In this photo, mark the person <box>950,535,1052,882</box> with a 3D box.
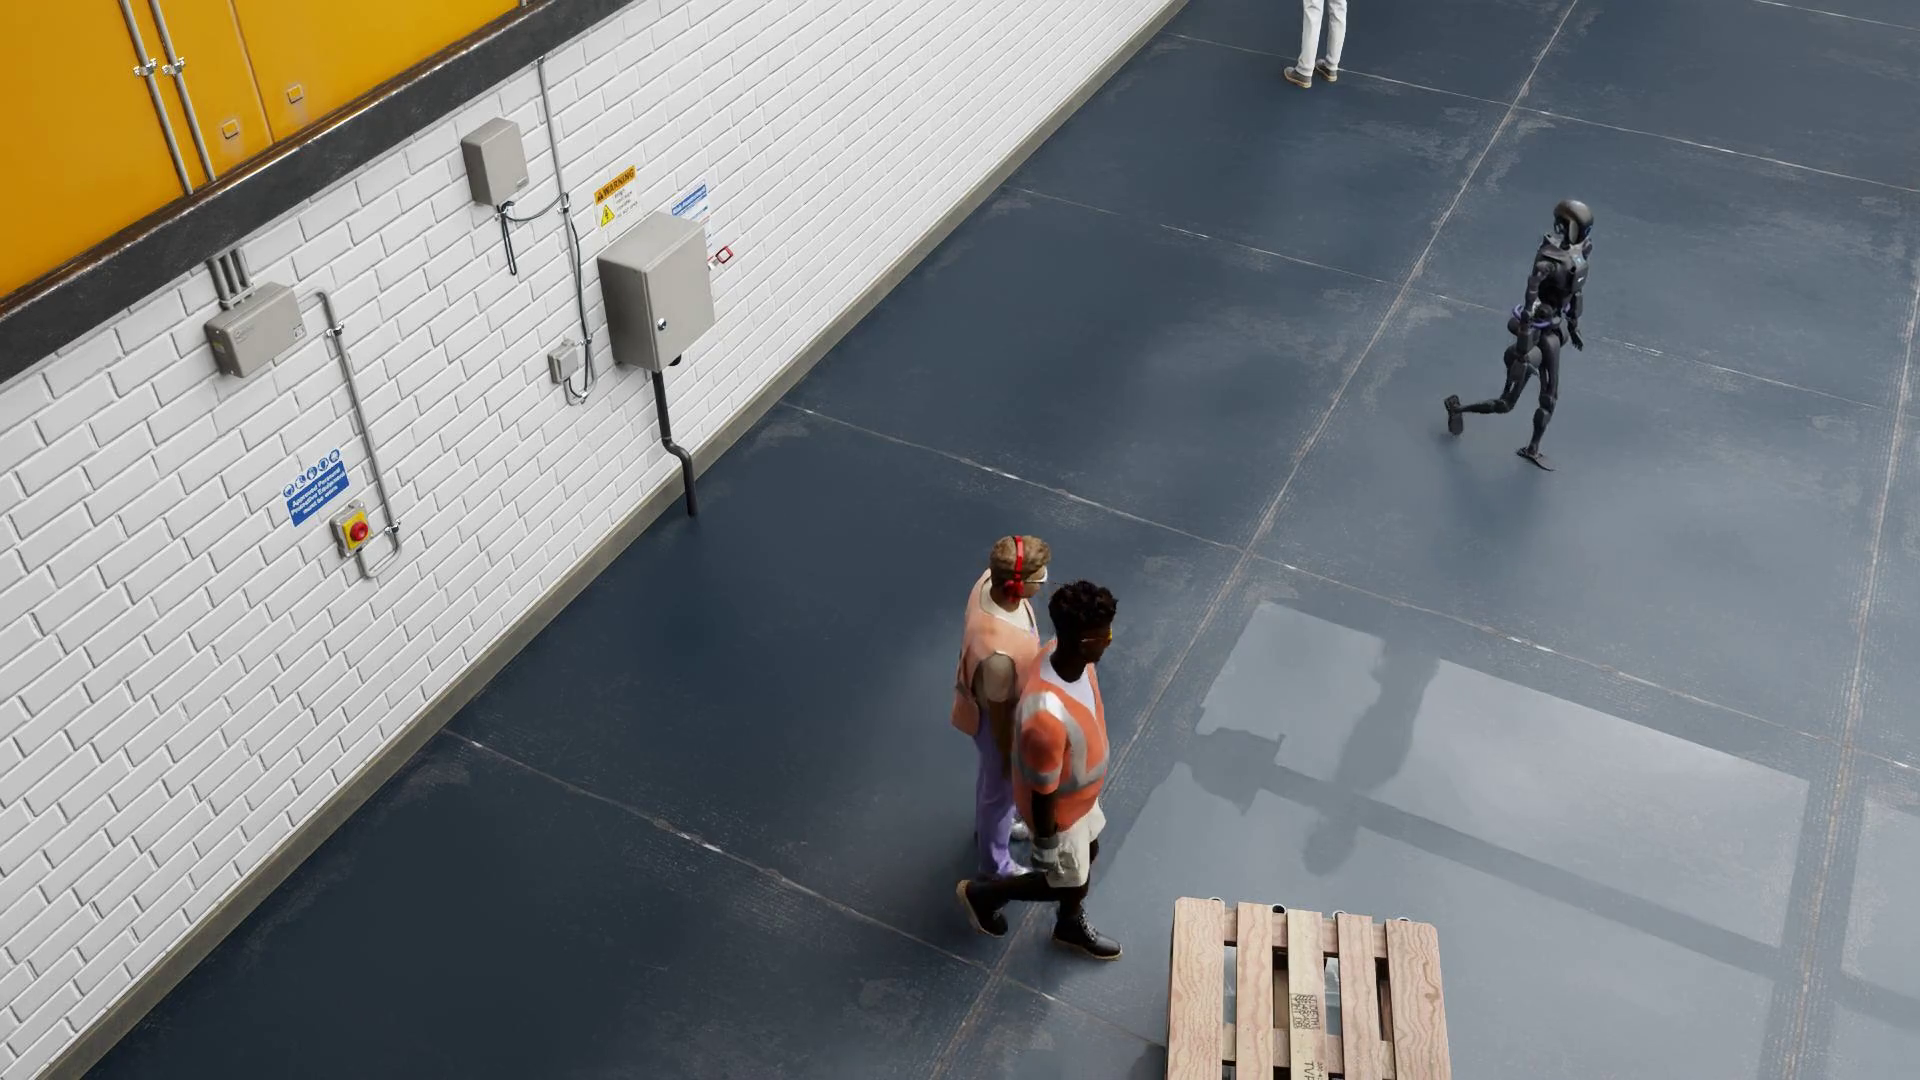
[{"bbox_3d":[0.173,0.708,6.823,0.418,1.832,0.561,2,41,2],"label":"person"}]

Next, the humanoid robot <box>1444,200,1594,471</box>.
[{"bbox_3d":[3.140,-1.159,9.127,0.584,1.634,0.685,-31,50,-31],"label":"humanoid robot"}]

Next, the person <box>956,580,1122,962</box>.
[{"bbox_3d":[0.351,0.961,6.454,0.618,1.934,0.654,12,42,13],"label":"person"}]

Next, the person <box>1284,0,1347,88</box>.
[{"bbox_3d":[2.798,-4.395,12.697,0.574,1.886,0.362,-14,43,-16],"label":"person"}]
